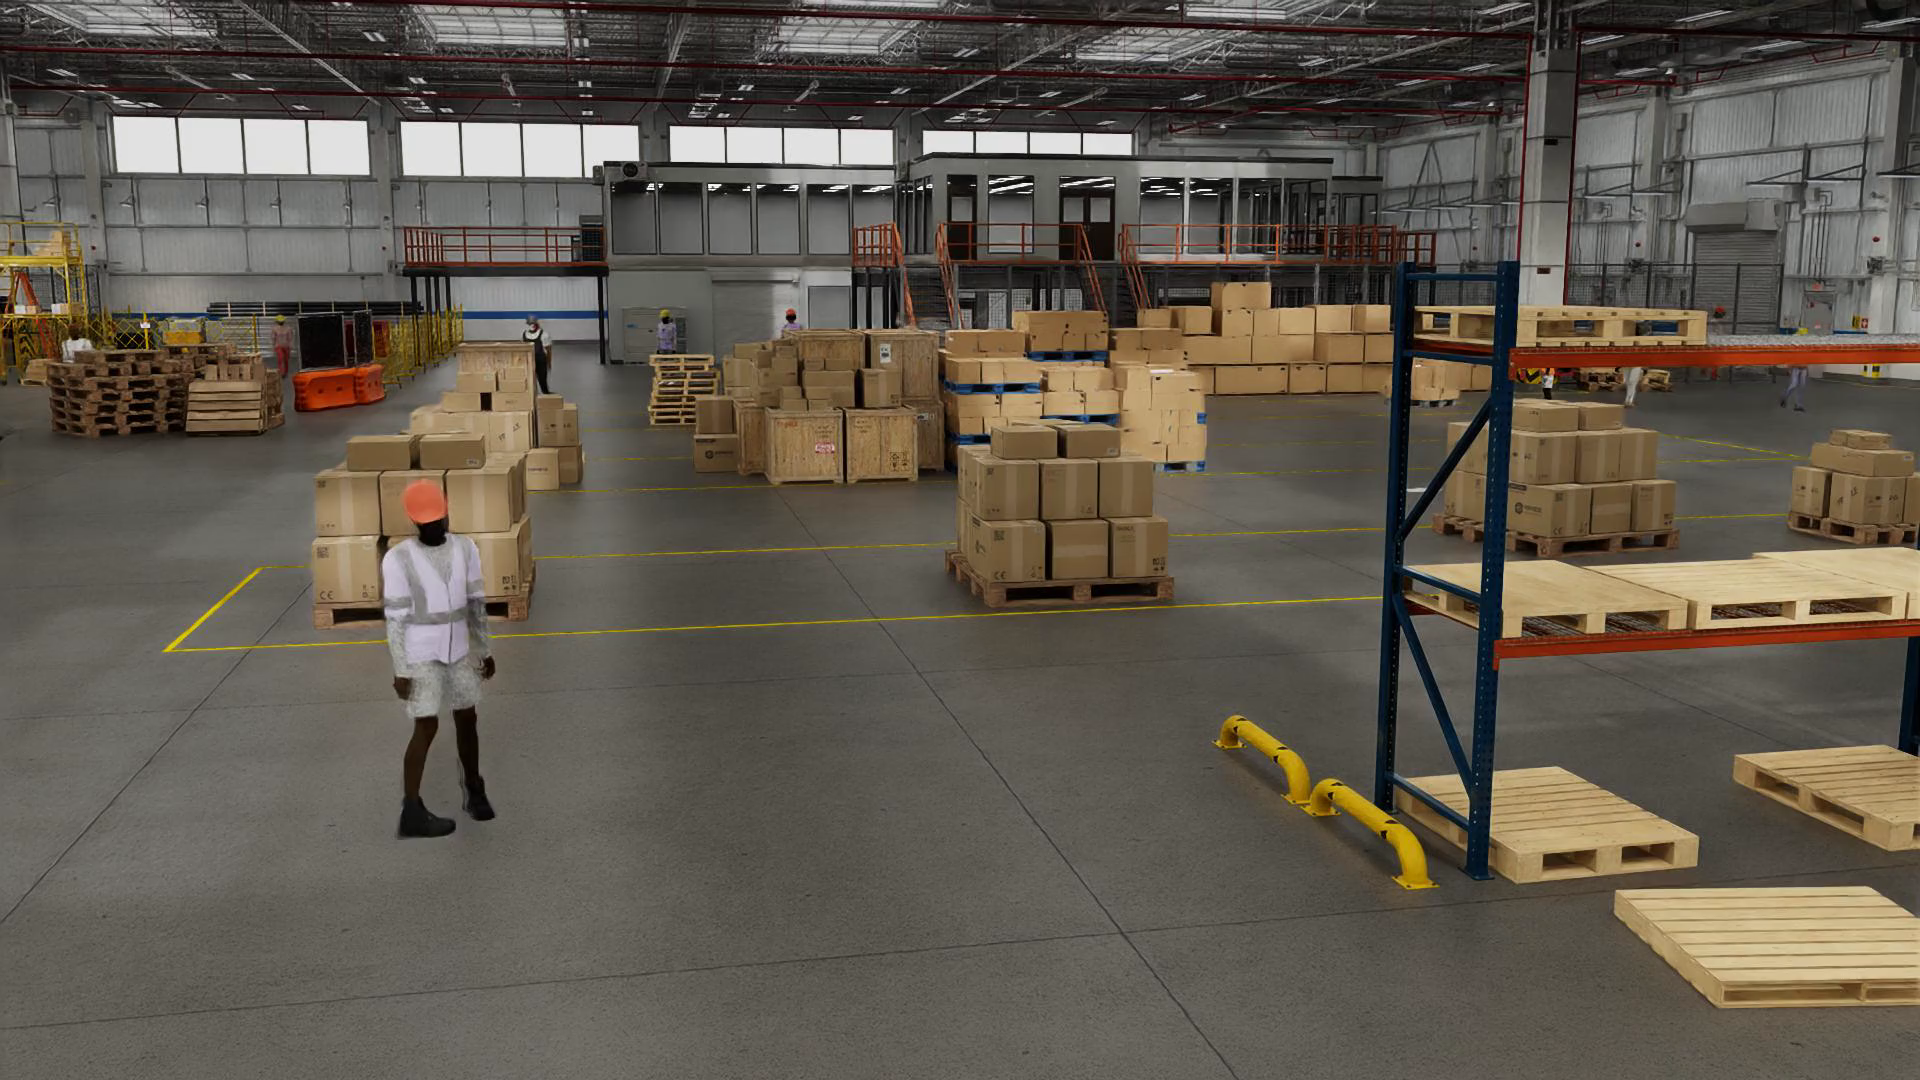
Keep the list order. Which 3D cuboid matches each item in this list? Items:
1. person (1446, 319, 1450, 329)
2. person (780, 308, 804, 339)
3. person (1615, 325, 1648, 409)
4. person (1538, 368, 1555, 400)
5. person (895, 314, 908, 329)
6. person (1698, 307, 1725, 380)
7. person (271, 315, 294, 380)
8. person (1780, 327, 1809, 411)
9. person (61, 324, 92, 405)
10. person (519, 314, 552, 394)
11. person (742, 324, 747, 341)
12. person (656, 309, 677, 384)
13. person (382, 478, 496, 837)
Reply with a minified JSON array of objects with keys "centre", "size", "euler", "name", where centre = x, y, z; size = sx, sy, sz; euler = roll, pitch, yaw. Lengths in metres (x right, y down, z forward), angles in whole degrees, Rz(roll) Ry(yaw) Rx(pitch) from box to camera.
[{"centre":[13.561,-5.460,45.740],"size":[0.394,1.946,0.618],"euler":[-4,10,-25],"name":"person"},{"centre":[-3.942,-4.396,38.976],"size":[0.609,2.040,0.394],"euler":[-6,11,-31],"name":"person"},{"centre":[14.391,-3.711,35.579],"size":[0.620,1.797,1.001],"euler":[9,13,44],"name":"person"},{"centre":[11.823,-3.335,33.549],"size":[0.322,1.697,0.530],"euler":[2,10,13],"name":"person"},{"centre":[-1.458,-4.353,39.106],"size":[0.948,1.897,0.648],"euler":[-6,11,-32],"name":"person"},{"centre":[19.989,-5.201,44.069],"size":[0.513,1.973,0.636],"euler":[2,10,12],"name":"person"},{"centre":[-18.265,-5.200,44.862],"size":[0.527,1.721,0.938],"euler":[-5,11,-29],"name":"person"},{"centre":[17.522,-3.572,34.796],"size":[0.540,1.755,0.459],"euler":[-3,10,-16],"name":"person"},{"centre":[-17.923,-3.466,33.838],"size":[0.590,1.864,0.652],"euler":[-2,9,-10],"name":"person"},{"centre":[-9.009,-3.777,35.198],"size":[0.701,2.000,0.551],"euler":[0,9,1],"name":"person"},{"centre":[-7.979,-8.197,62.527],"size":[0.414,1.893,0.676],"euler":[4,10,22],"name":"person"},{"centre":[-7.496,-4.913,42.459],"size":[0.587,1.930,0.355],"euler":[4,10,23],"name":"person"},{"centre":[-2.756,0.605,8.869],"size":[0.426,1.915,0.616],"euler":[7,12,38],"name":"person"}]
